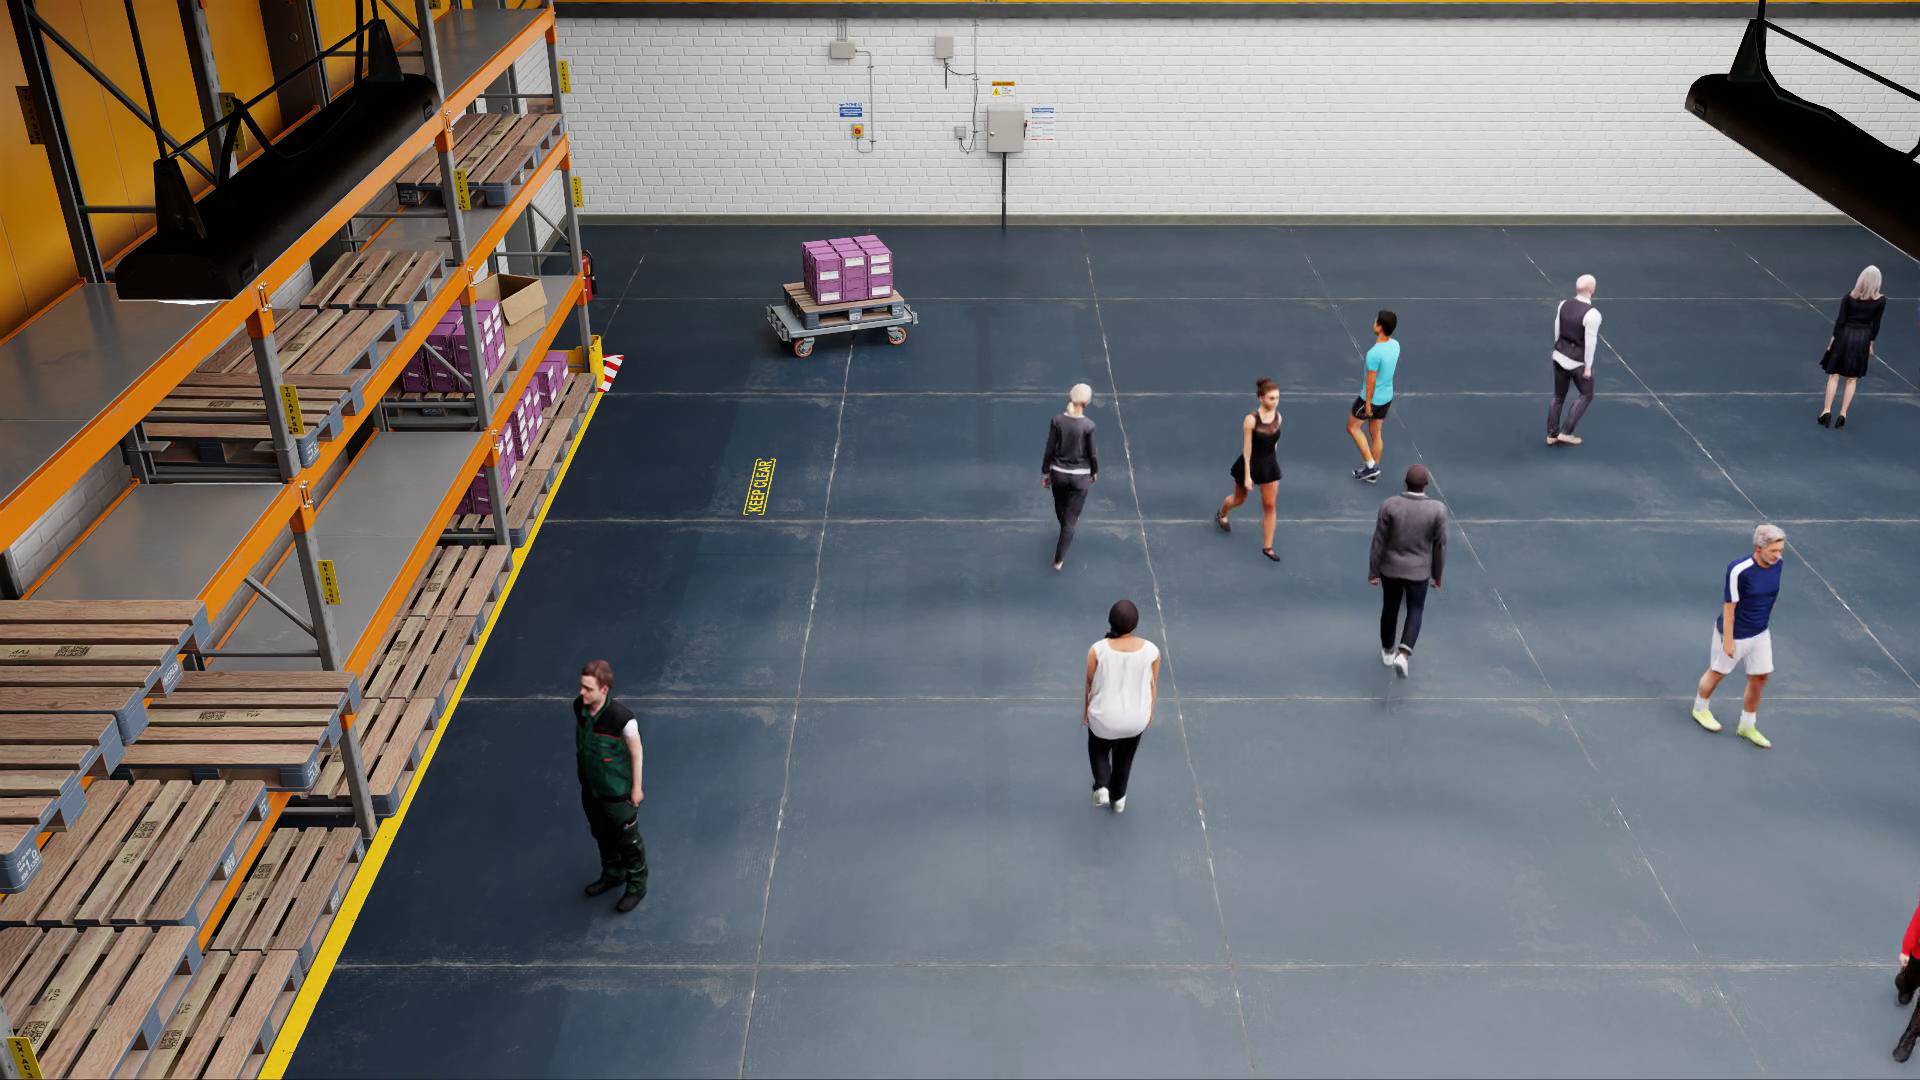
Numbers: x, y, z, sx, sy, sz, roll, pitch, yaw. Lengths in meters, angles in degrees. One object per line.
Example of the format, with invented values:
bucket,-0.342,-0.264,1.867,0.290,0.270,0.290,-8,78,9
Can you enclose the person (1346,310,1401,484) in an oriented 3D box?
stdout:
person,4.089,-1.343,16.060,0.765,1.763,0.818,-23,36,-36

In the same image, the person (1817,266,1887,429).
person,9.262,-2.004,17.288,0.662,1.746,0.642,8,30,15

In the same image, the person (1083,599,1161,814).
person,1.088,1.201,11.485,0.662,1.677,0.652,1,29,1

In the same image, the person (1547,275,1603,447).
person,6.131,-1.777,16.802,0.878,1.814,0.751,-14,32,-24

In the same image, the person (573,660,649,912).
person,-2.246,1.559,10.657,0.738,1.841,0.757,18,33,29

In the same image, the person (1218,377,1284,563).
person,2.622,-0.666,14.944,0.841,1.642,1.145,-11,31,-19

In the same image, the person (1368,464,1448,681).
person,3.487,0.281,13.035,0.893,1.807,1.015,9,30,16

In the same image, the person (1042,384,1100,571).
person,0.954,-0.533,14.653,0.896,1.687,1.142,10,30,17

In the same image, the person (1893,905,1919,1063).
person,5.680,2.405,9.706,0.790,1.267,0.872,22,35,34

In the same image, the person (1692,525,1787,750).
person,5.757,0.629,12.392,0.834,1.812,0.971,-11,30,-19
